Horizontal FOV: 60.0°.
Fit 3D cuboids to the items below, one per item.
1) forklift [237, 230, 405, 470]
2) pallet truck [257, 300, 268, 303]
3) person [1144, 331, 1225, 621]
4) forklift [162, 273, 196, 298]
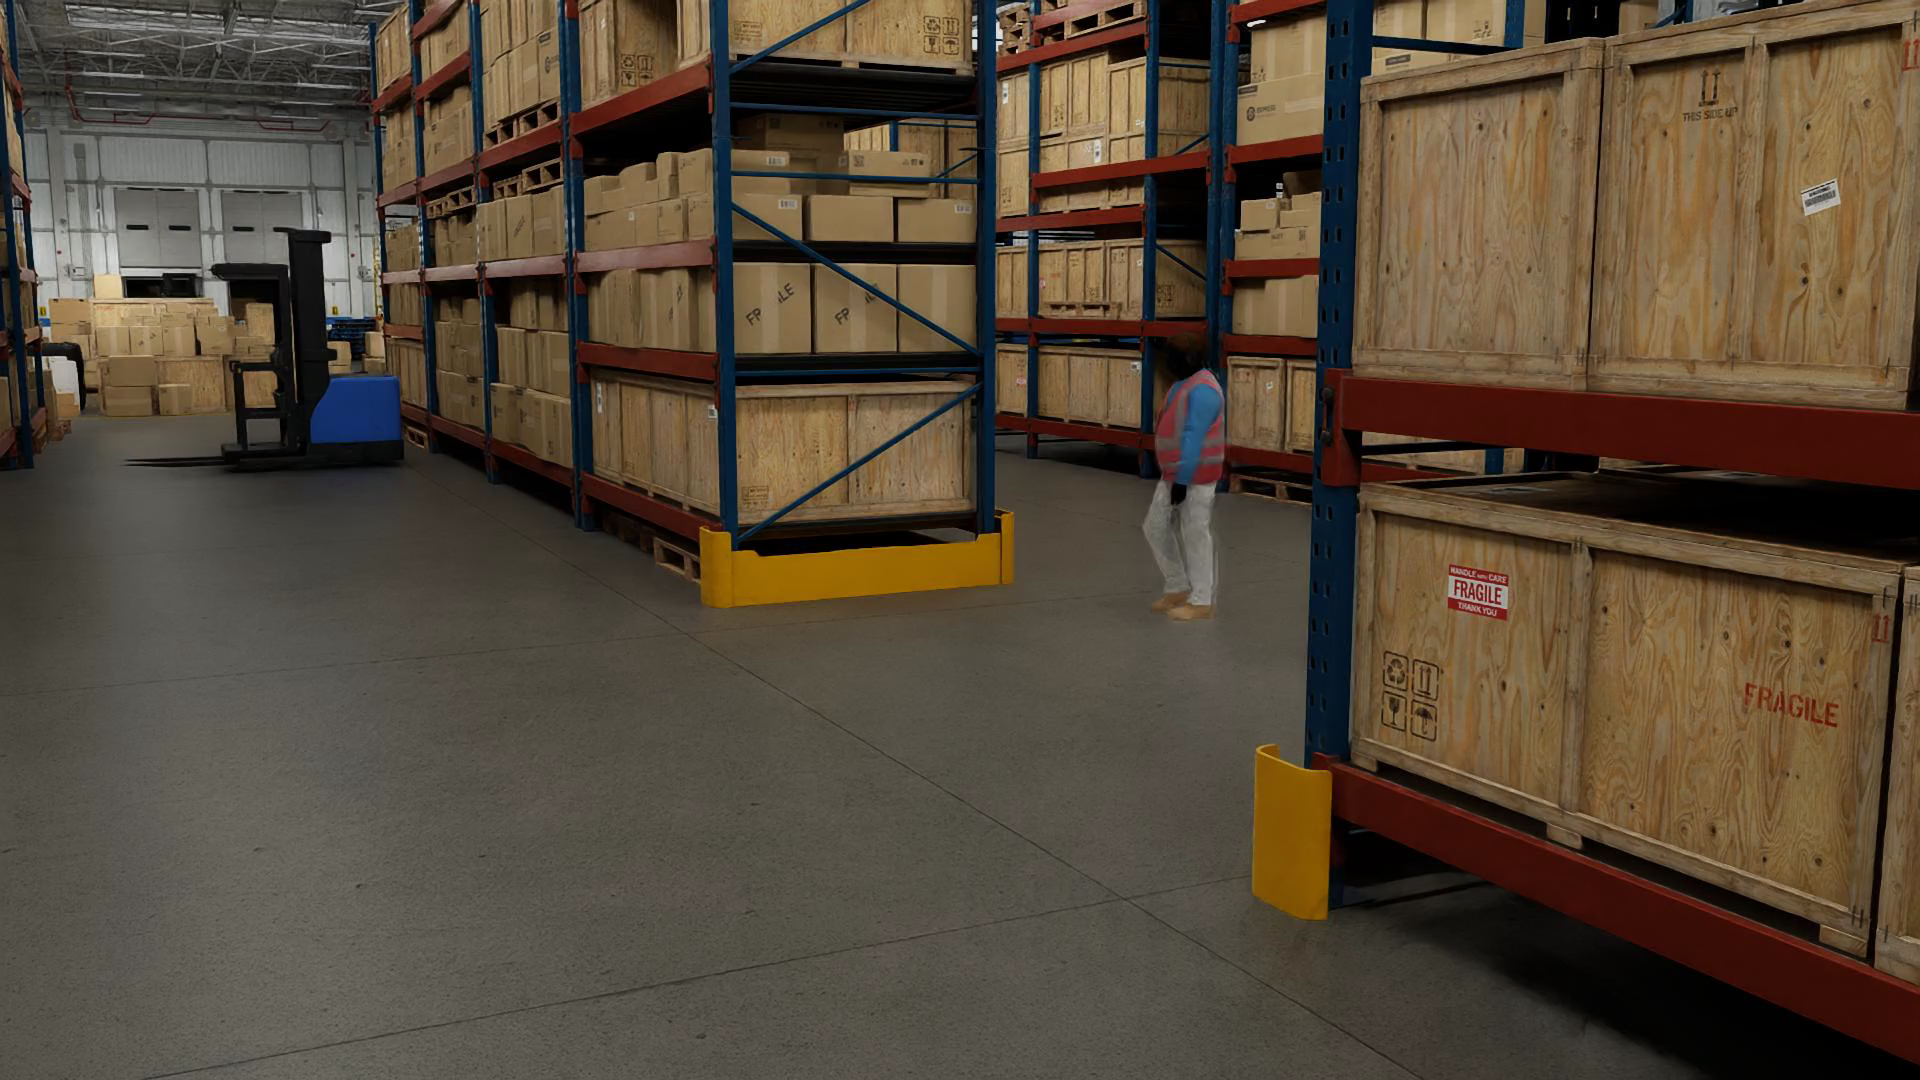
[{"bbox_3d":[-7.782,-2.307,19.994,1.873,2.768,1.129,-4,9,-26],"label":"forklift"},{"bbox_3d":[-23.913,-7.404,58.171,1.885,1.965,0.823,-1,8,-9],"label":"pallet truck"},{"bbox_3d":[1.389,-0.392,10.408,0.509,1.821,0.629,-2,8,-12],"label":"person"},{"bbox_3d":[-24.331,-6.948,52.001,1.873,2.768,1.129,6,10,37],"label":"forklift"}]
